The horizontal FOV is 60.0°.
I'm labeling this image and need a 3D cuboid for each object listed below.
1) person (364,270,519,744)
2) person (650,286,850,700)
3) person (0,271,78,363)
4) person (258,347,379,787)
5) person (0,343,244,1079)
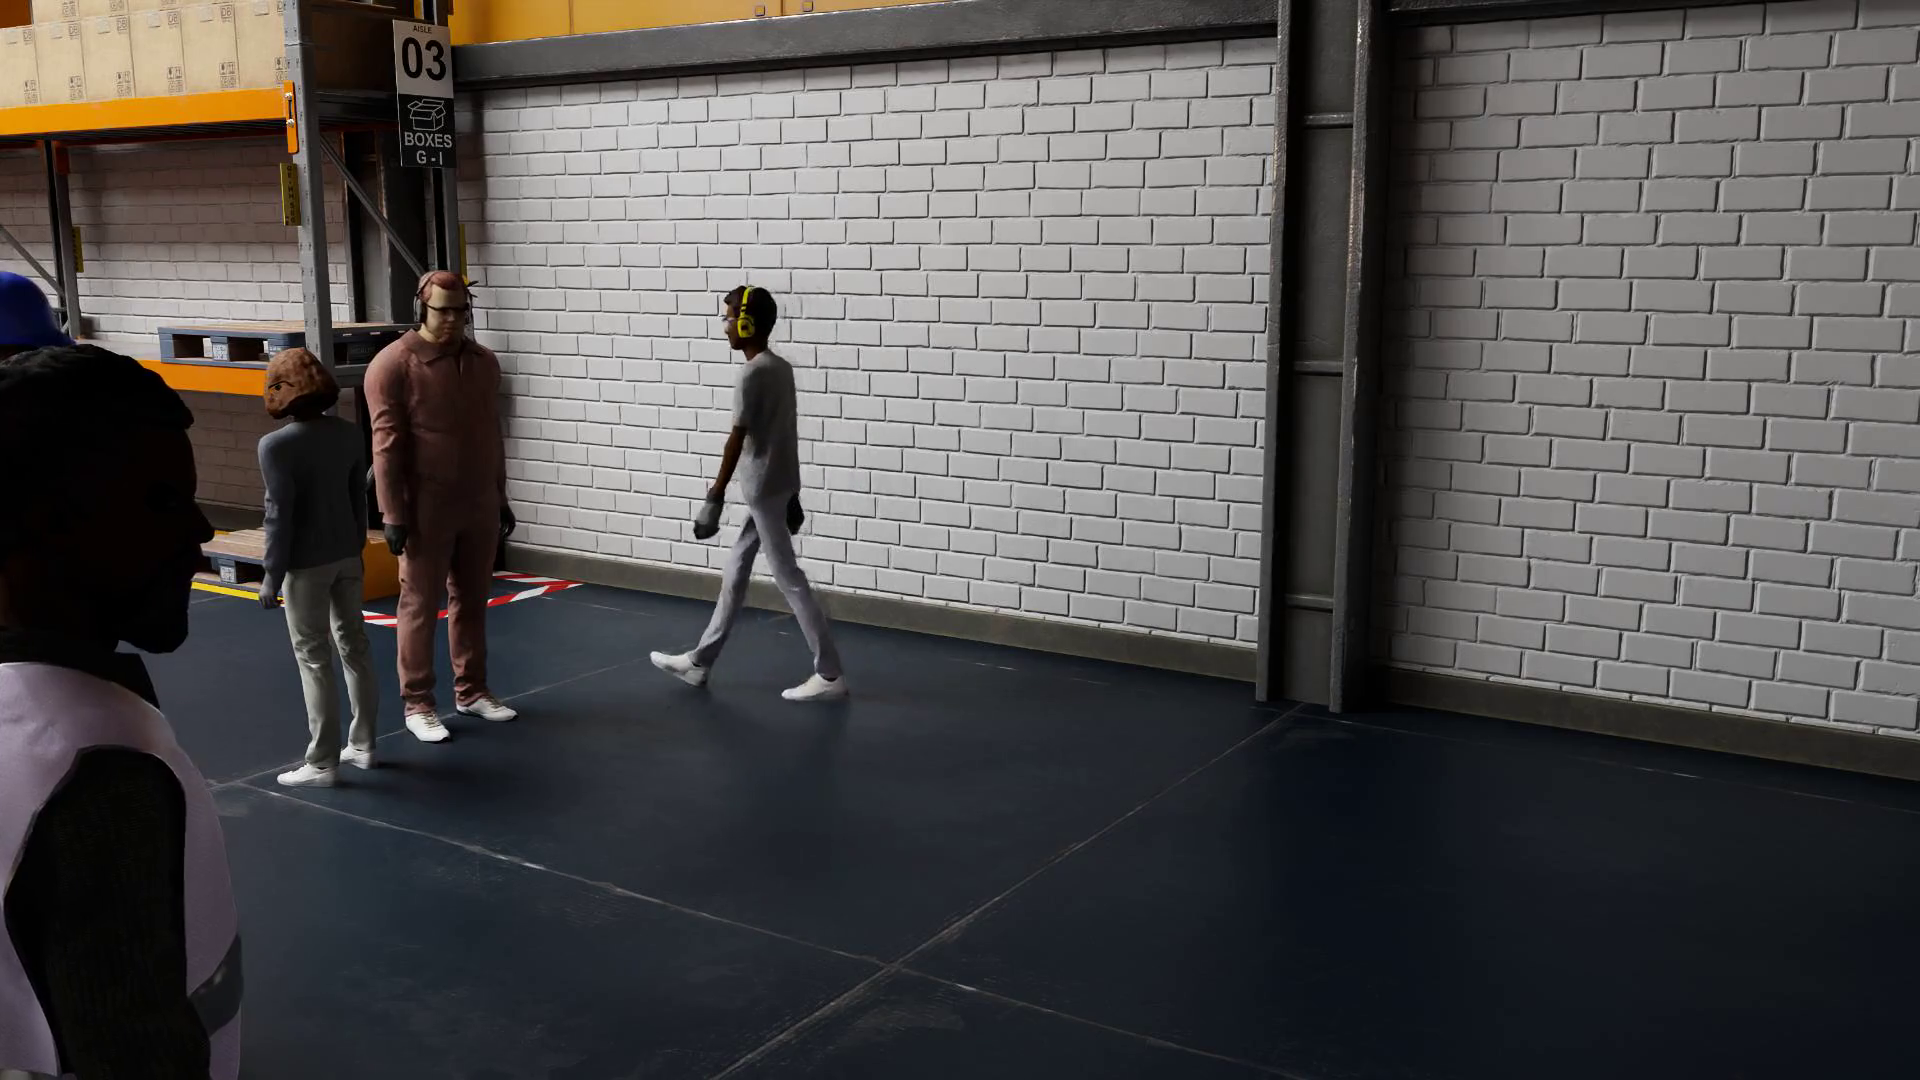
[{"bbox_3d":[-2.074,-0.141,6.804,0.397,1.902,0.659,7,12,32],"label":"person"},{"bbox_3d":[-0.931,-0.188,7.282,0.967,1.818,0.545,2,10,9],"label":"person"},{"bbox_3d":[-2.359,0.308,4.183,0.403,1.944,0.615,-1,10,-7],"label":"person"},{"bbox_3d":[-2.394,0.104,6.186,0.283,1.633,0.498,4,11,21],"label":"person"},{"bbox_3d":[-0.954,0.751,1.810,0.375,1.916,0.592,-10,14,-43],"label":"person"}]
